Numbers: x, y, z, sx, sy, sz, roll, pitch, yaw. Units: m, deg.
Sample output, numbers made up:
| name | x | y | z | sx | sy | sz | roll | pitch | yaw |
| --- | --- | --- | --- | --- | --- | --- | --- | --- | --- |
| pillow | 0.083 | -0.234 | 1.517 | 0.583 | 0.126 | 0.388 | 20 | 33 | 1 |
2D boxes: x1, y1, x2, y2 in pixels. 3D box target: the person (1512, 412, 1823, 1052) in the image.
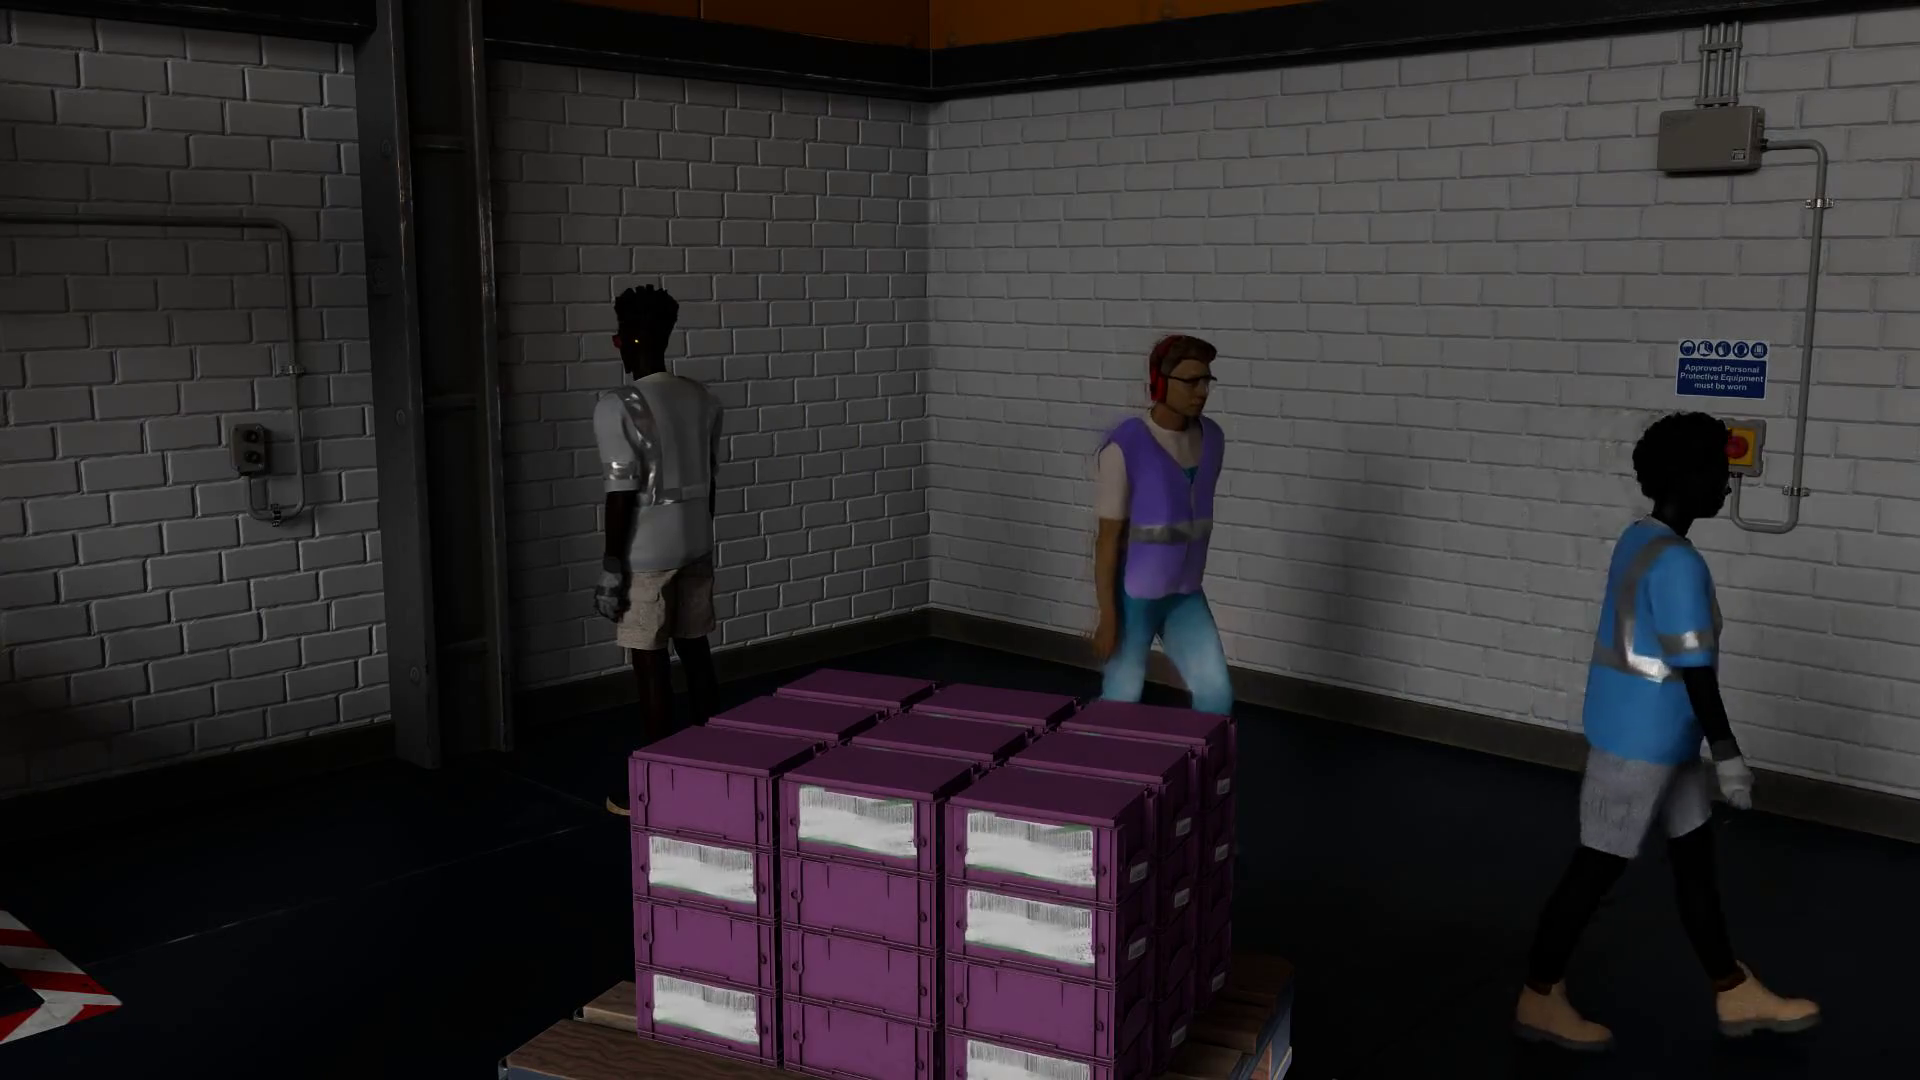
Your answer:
| name | x | y | z | sx | sy | sz | roll | pitch | yaw |
| --- | --- | --- | --- | --- | --- | --- | --- | --- | --- |
| person | 1.847 | 0.513 | 4.226 | 0.842 | 1.661 | 0.551 | 3 | 10 | 17 |

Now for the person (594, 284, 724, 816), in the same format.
| name | x | y | z | sx | sy | sz | roll | pitch | yaw |
| --- | --- | --- | --- | --- | --- | --- | --- | --- | --- |
| person | -1.117 | 0.046 | 6.154 | 0.374 | 1.966 | 0.608 | 6 | 11 | 32 |

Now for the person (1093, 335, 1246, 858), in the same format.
| name | x | y | z | sx | sy | sz | roll | pitch | yaw |
| --- | --- | --- | --- | --- | --- | --- | --- | --- | --- |
| person | 0.694 | 0.211 | 5.657 | 0.583 | 1.803 | 0.699 | -8 | 12 | -39 |
